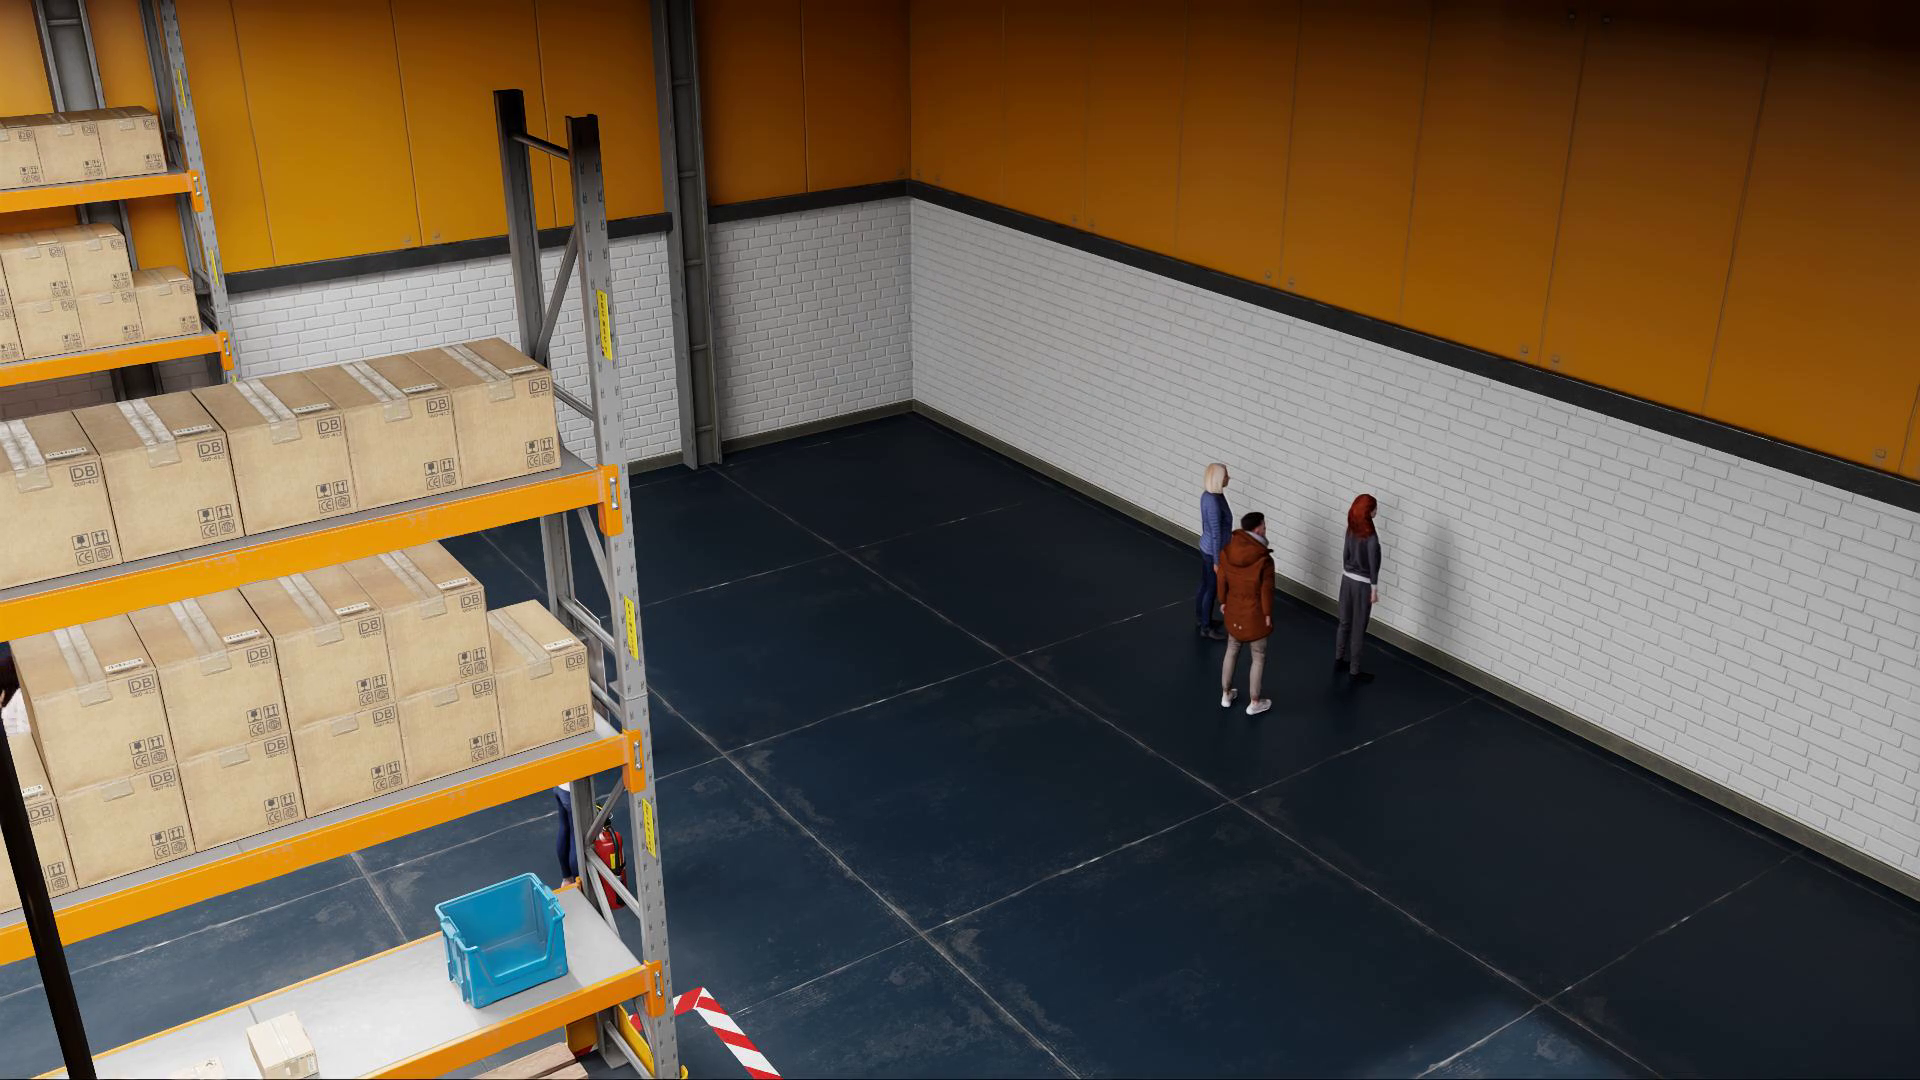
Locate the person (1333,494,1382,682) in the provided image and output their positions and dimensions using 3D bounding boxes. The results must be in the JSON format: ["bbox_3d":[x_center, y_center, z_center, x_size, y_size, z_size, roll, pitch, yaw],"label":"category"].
[{"bbox_3d":[3.578,0.414,14.945,0.560,1.779,0.619,-10,25,-21],"label":"person"}]

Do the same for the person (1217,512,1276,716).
[{"bbox_3d":[2.485,0.630,14.378,0.783,1.837,0.782,19,30,37],"label":"person"}]

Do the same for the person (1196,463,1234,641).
[{"bbox_3d":[2.386,0.129,15.753,0.739,1.654,0.726,-1,24,-1],"label":"person"}]

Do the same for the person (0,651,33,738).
[{"bbox_3d":[-6.953,1.546,12.548,0.715,1.625,0.750,17,29,34],"label":"person"}]
